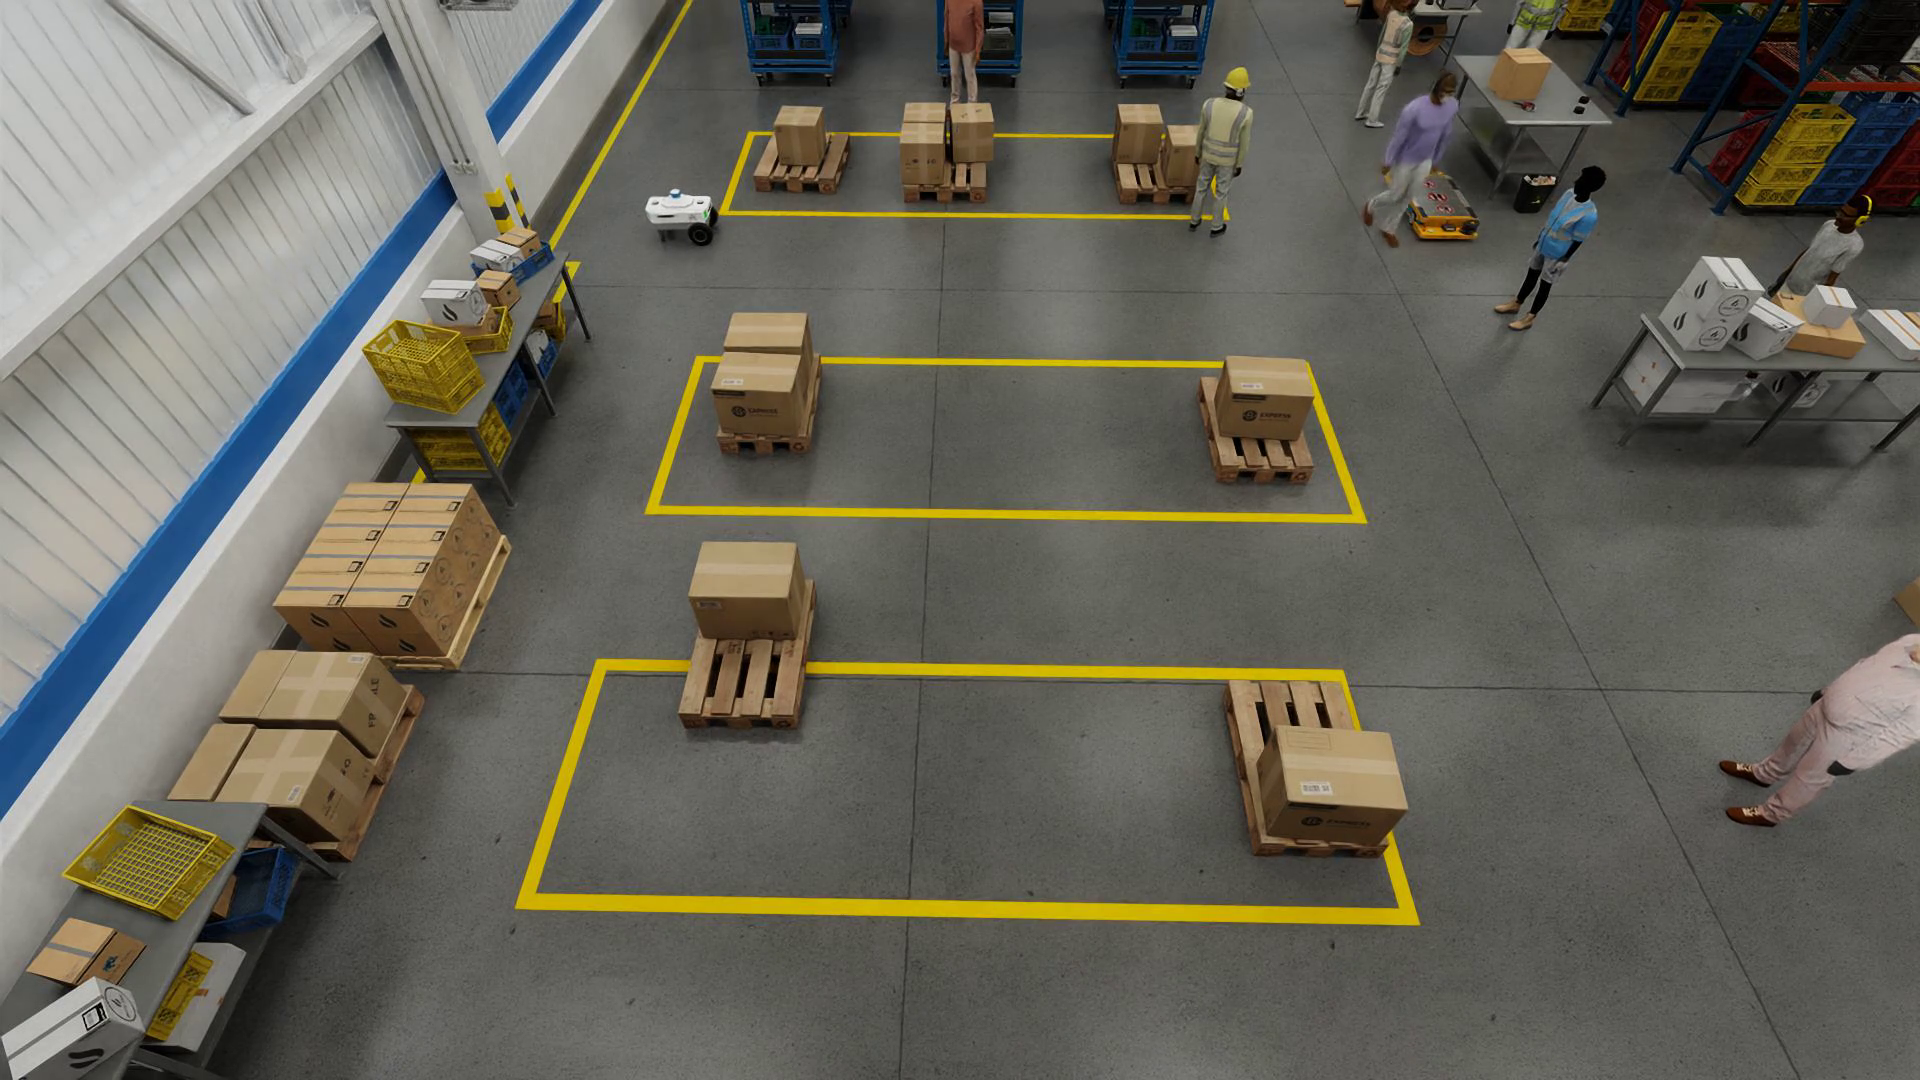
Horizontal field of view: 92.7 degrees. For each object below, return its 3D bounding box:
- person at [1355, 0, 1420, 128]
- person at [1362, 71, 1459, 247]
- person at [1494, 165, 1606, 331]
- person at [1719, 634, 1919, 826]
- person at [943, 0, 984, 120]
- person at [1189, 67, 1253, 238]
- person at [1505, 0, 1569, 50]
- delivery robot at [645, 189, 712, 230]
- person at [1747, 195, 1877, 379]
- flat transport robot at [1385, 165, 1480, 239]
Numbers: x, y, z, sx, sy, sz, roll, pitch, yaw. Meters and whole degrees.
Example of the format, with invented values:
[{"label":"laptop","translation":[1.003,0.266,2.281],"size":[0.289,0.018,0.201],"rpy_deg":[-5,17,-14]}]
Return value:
[{"label":"person","translation":[5.647,-6.328,12.092],"size":[0.310,1.638,0.522],"rpy_deg":[-13,50,-11]},{"label":"person","translation":[4.949,-4.206,10.077],"size":[0.631,1.915,0.525],"rpy_deg":[-11,50,-9]},{"label":"person","translation":[5.866,-2.872,9.063],"size":[0.320,1.697,0.531],"rpy_deg":[-3,49,-3]},{"label":"person","translation":[5.296,1.099,5.496],"size":[0.403,1.900,0.641],"rpy_deg":[18,52,15]},{"label":"person","translation":[0.024,-6.470,11.988],"size":[0.610,1.989,0.391],"rpy_deg":[32,56,25]},{"label":"person","translation":[2.897,-4.284,10.201],"size":[0.592,1.828,0.404],"rpy_deg":[29,55,22]},{"label":"person","translation":[7.925,-7.134,12.667],"size":[0.632,1.836,0.429],"rpy_deg":[19,52,16]},{"label":"delivery robot","translation":[-3.229,-3.787,10.547],"size":[0.707,0.478,0.477],"rpy_deg":[-1,49,-1]},{"label":"person","translation":[7.732,-2.304,8.470],"size":[0.315,1.858,0.515],"rpy_deg":[3,49,3]},{"label":"flat transport robot","translation":[5.692,-4.094,11.059],"size":[0.652,0.197,1.431],"rpy_deg":[1,49,1]}]
